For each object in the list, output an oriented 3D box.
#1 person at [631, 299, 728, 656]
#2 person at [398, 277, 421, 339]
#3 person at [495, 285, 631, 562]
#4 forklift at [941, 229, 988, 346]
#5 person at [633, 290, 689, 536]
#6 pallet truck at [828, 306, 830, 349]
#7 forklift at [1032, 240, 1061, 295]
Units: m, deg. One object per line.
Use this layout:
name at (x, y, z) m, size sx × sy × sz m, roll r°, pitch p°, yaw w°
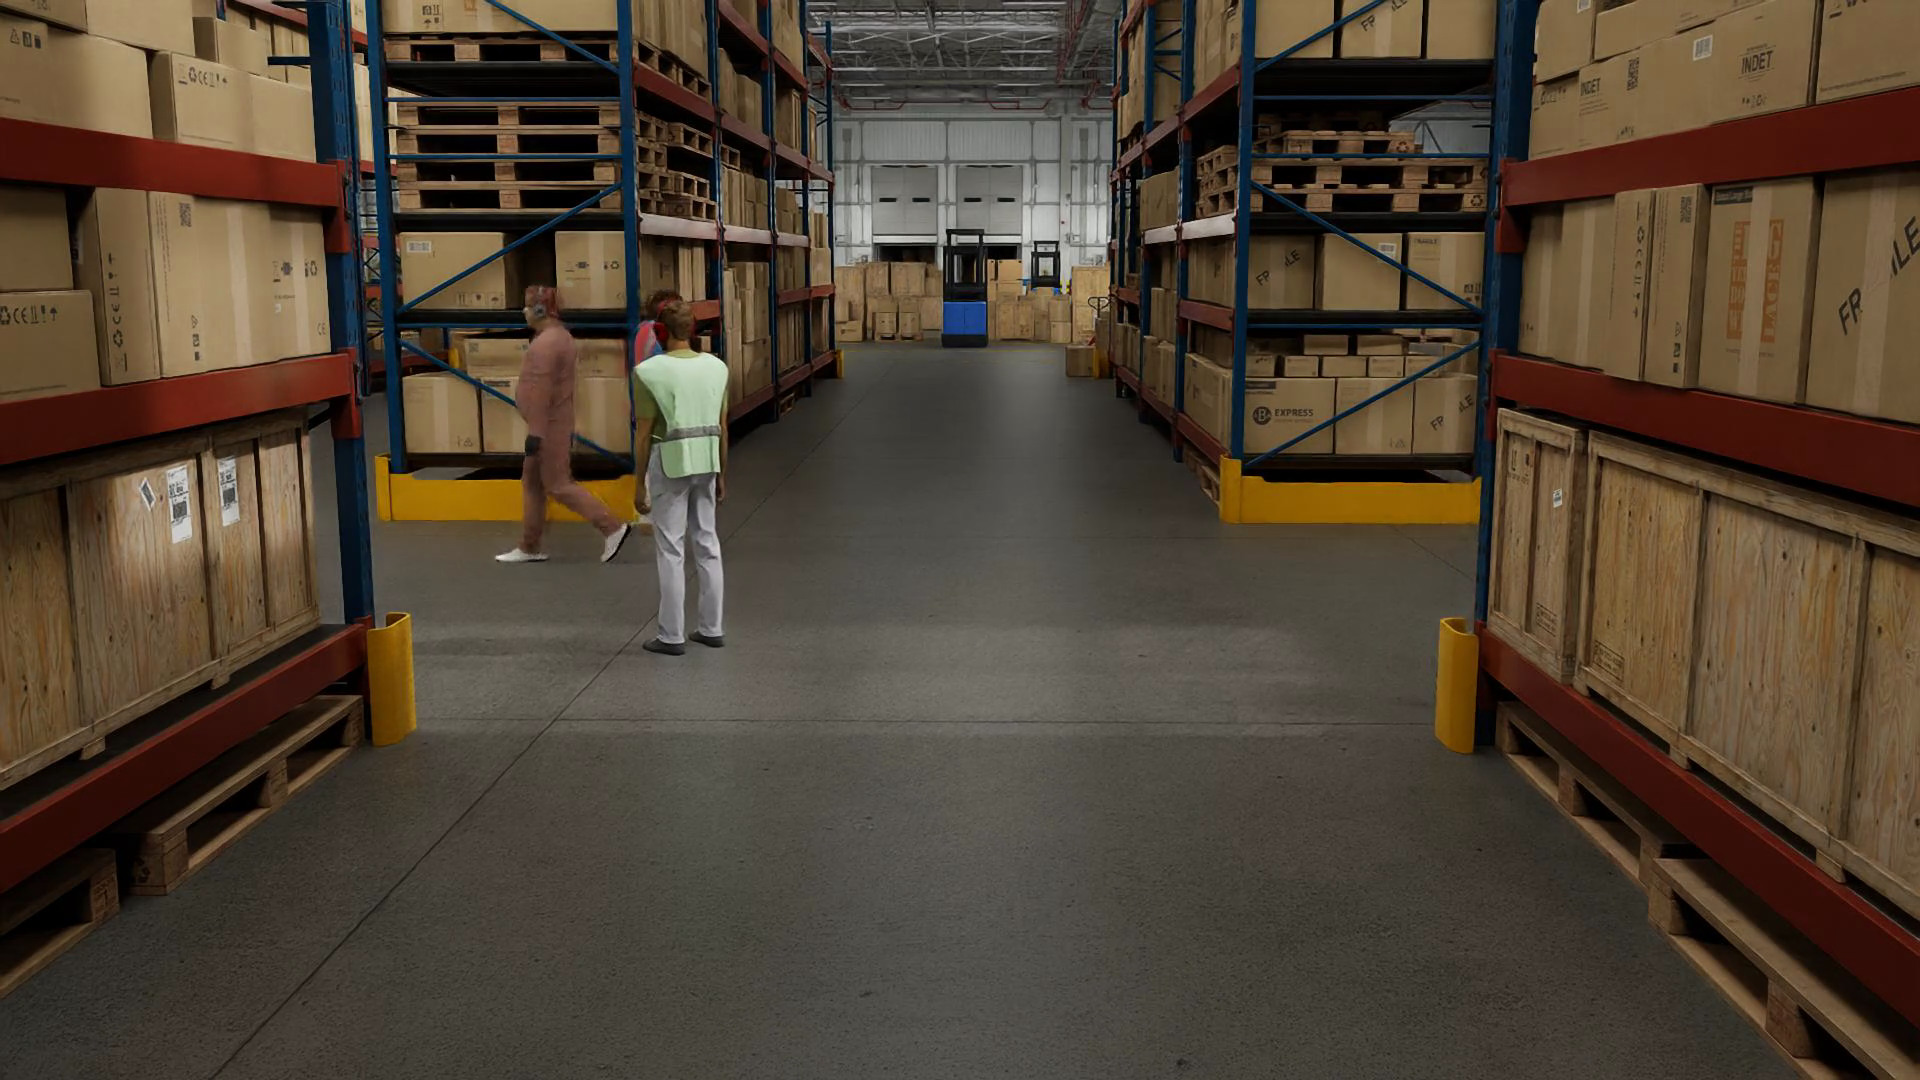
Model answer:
person at (-1.427, -0.318, 8.602) m, size 0.560 × 1.836 × 0.389 m, roll -9°, pitch 13°, yaw -43°
person at (-14.502, -6.259, 43.565) m, size 0.678 × 2.000 × 0.944 m, roll 8°, pitch 12°, yaw 39°
person at (-2.674, -0.761, 11.114) m, size 0.850 × 1.881 × 0.639 m, roll -1°, pitch 10°, yaw -9°
forklift at (0.124, -6.117, 40.203) m, size 1.129 × 2.768 × 1.873 m, roll 0°, pitch 9°, yaw 1°
person at (-2.093, -0.941, 12.363) m, size 0.750 × 1.816 × 0.663 m, roll -4°, pitch 10°, yaw -23°
pallet truck at (-3.100, -3.940, 29.800) m, size 1.885 × 1.965 × 0.823 m, roll 3°, pitch 10°, yaw 19°
forklift at (3.172, -9.648, 61.356) m, size 1.129 × 2.768 × 1.873 m, roll 0°, pitch 9°, yaw 1°
